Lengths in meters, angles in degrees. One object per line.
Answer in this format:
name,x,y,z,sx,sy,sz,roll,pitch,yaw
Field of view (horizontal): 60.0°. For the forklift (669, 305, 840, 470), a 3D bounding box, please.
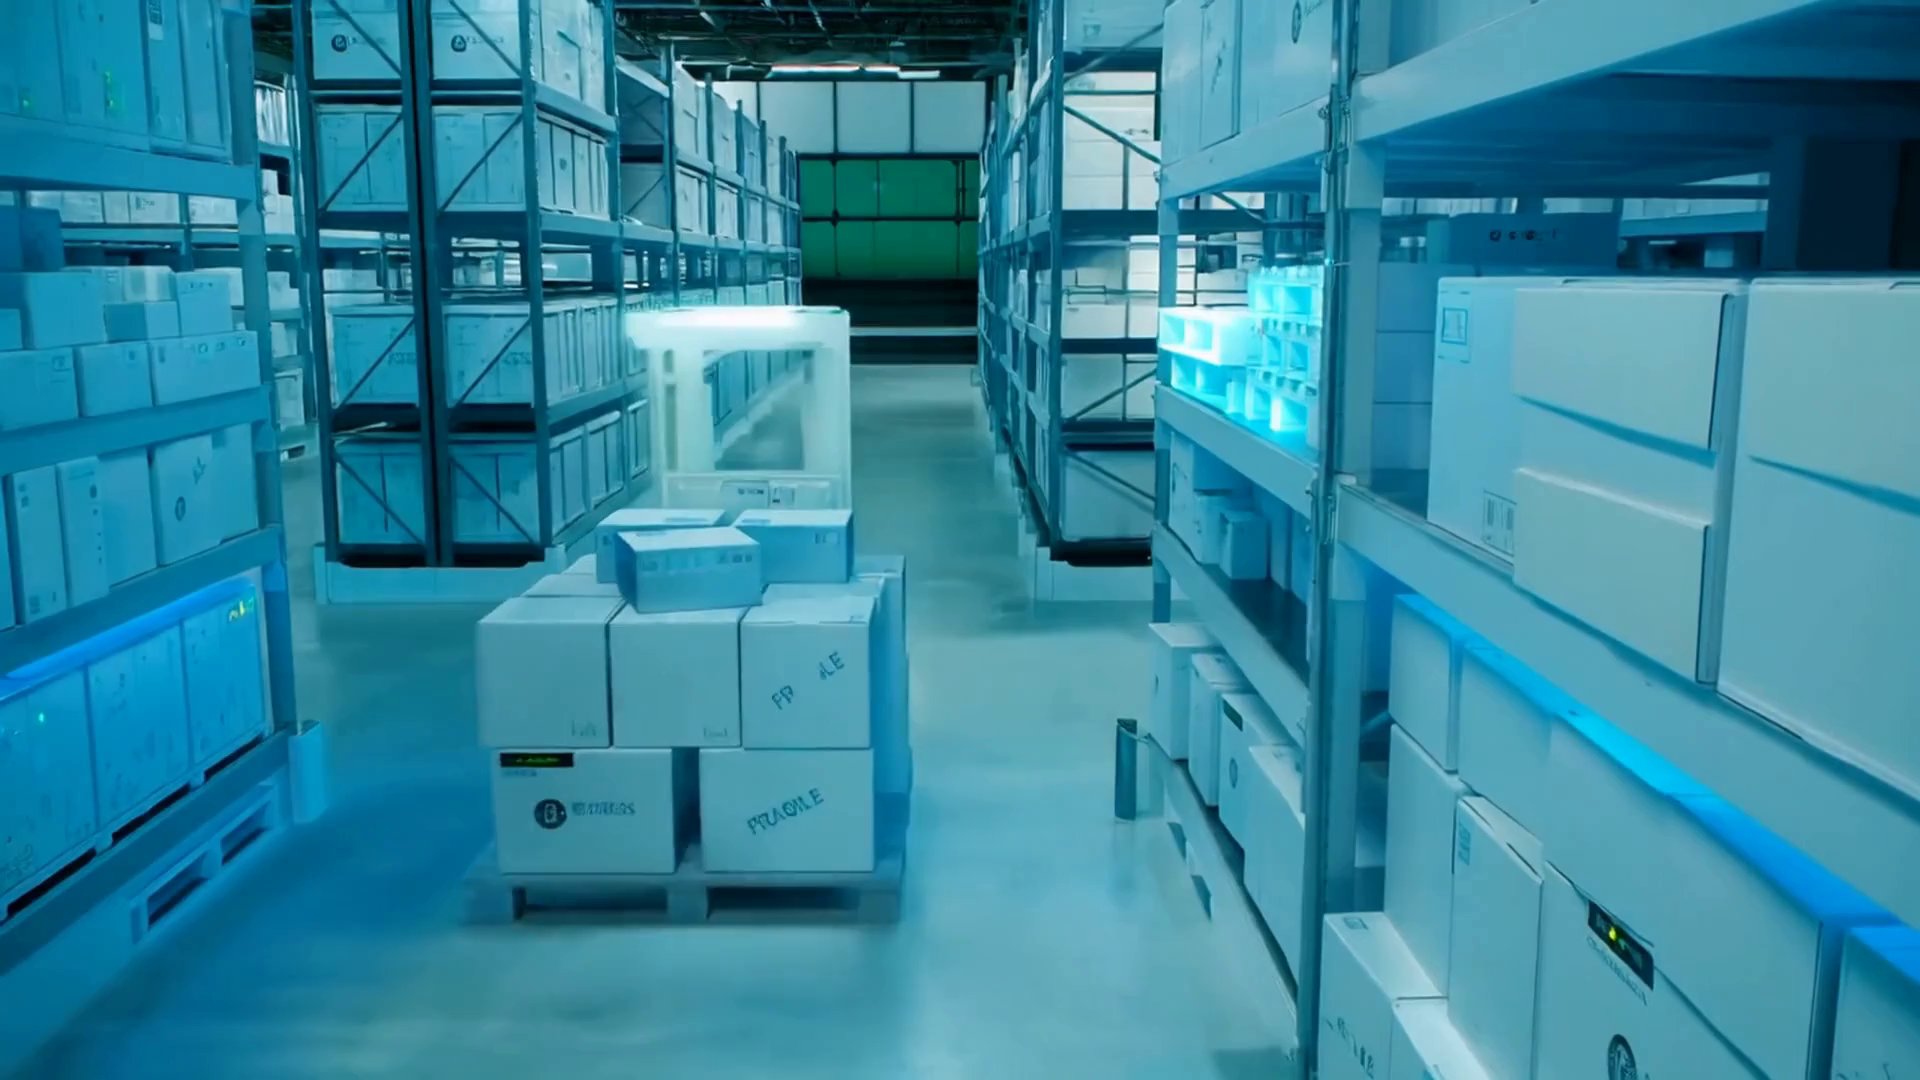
forklift,-1.147,0.049,9.556,1.129,2.768,1.873,0,9,-1
